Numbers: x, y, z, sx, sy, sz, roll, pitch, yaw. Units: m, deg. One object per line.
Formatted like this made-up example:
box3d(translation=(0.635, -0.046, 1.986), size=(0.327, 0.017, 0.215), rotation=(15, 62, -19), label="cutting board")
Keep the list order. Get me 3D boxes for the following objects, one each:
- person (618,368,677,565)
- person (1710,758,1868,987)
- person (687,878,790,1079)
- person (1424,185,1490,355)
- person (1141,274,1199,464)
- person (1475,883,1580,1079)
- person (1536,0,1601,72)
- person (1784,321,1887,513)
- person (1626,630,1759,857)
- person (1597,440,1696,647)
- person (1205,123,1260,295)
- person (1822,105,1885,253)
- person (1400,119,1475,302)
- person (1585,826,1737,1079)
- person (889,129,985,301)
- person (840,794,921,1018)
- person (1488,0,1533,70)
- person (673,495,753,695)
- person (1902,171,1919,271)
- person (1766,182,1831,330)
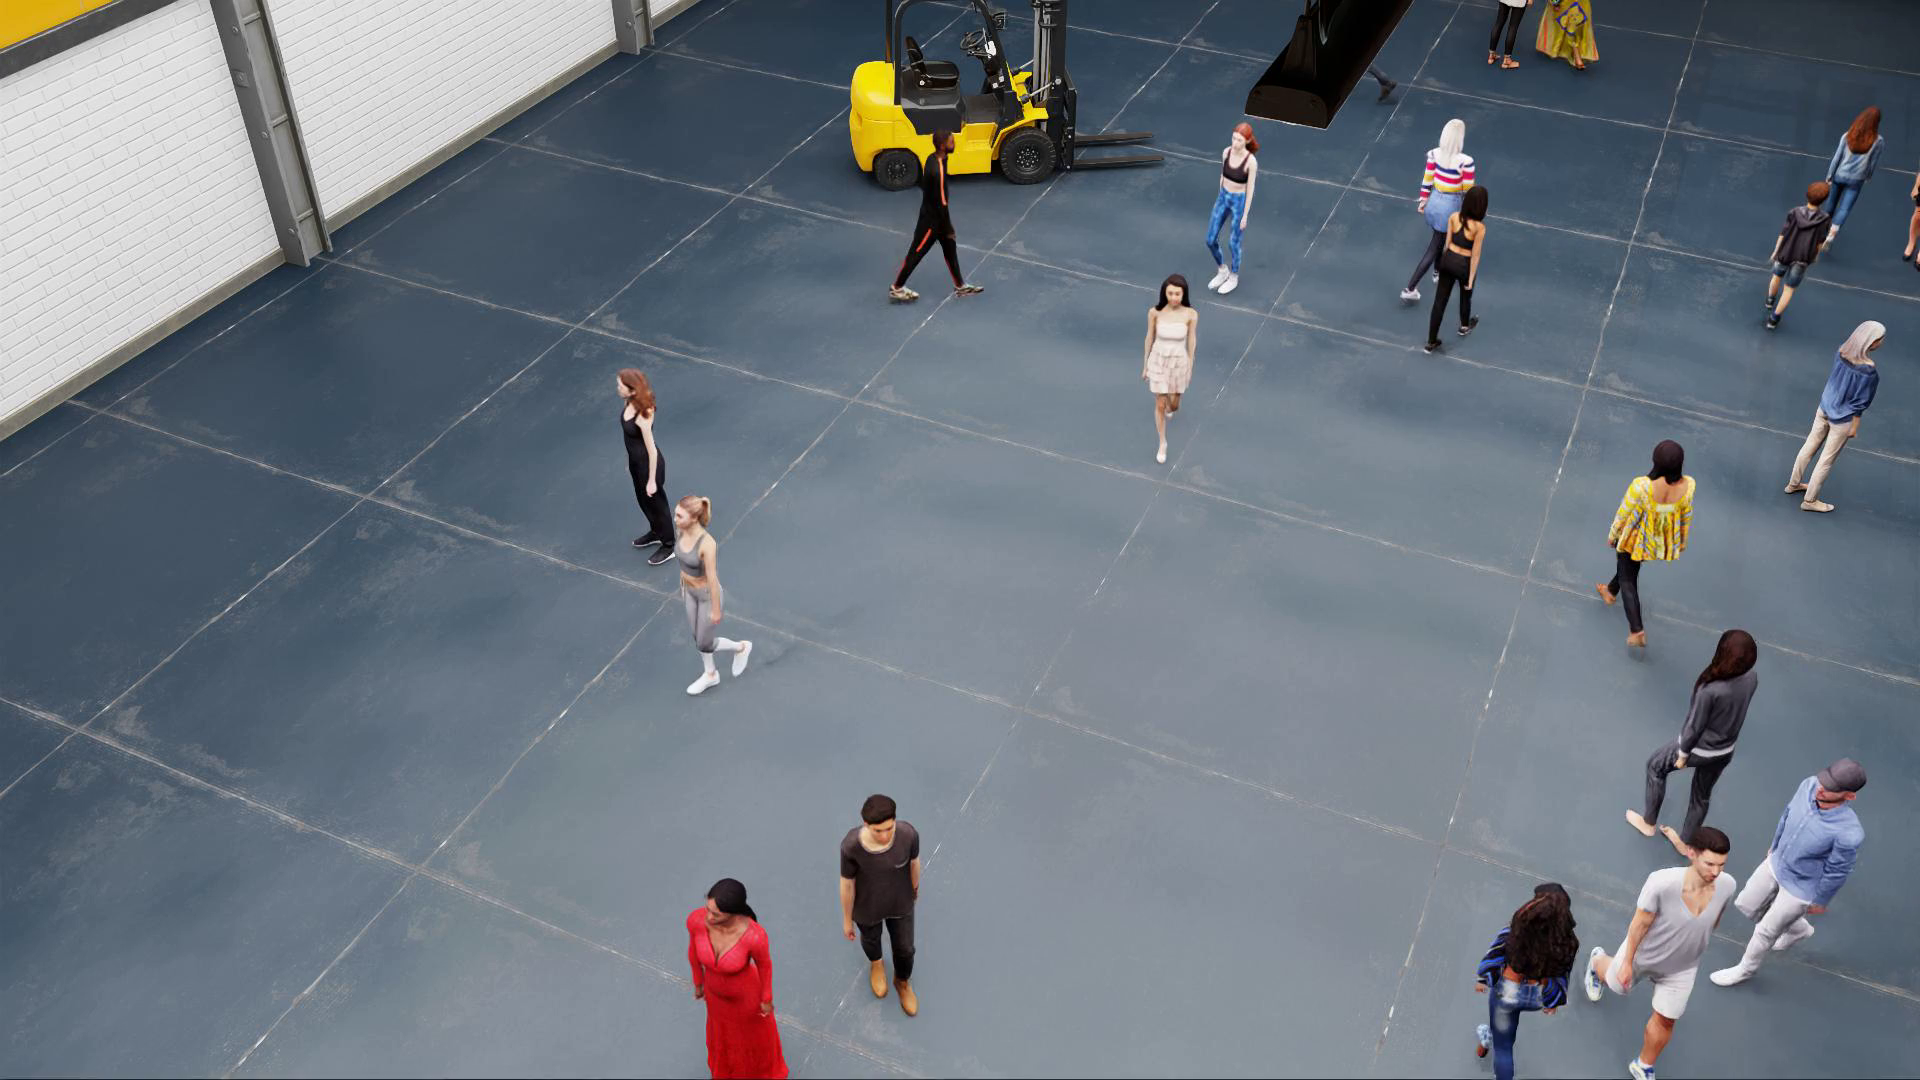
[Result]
box3d(translation=(-2.388, -0.591, 12.745), size=(0.693, 1.742, 0.668), rotation=(-20, 43, -23), label="person")
box3d(translation=(4.859, 1.893, 9.529), size=(0.973, 1.872, 0.948), rotation=(-5, 39, -6), label="person")
box3d(translation=(-1.199, 2.414, 8.955), size=(0.666, 1.785, 0.642), rotation=(10, 40, 13), label="person")
box3d(translation=(4.479, -2.432, 15.152), size=(0.710, 1.615, 1.004), rotation=(27, 46, 30), label="person")
box3d(translation=(1.745, -1.467, 13.857), size=(0.691, 1.722, 0.875), rotation=(7, 39, 8), label="person")
box3d(translation=(3.027, 2.513, 8.975), size=(0.845, 1.597, 1.089), rotation=(2, 39, 3), label="person")
box3d(translation=(7.457, -6.655, 20.451), size=(1.183, 1.610, 1.342), rotation=(-6, 39, -8), label="person")
box3d(translation=(7.016, -1.006, 13.303), size=(0.769, 1.704, 0.678), rotation=(-6, 39, -7), label="person")
box3d(translation=(4.690, 1.326, 10.332), size=(0.764, 1.758, 0.822), rotation=(-11, 40, -14), label="person")
box3d(translation=(4.969, 0.045, 12.044), size=(1.046, 1.623, 1.175), rotation=(-6, 39, -8), label="person")
box3d(translation=(2.680, -3.196, 15.991), size=(0.745, 1.771, 0.691), rotation=(-31, 48, -33), label="person")
box3d(translation=(8.970, -3.622, 16.774), size=(0.614, 1.450, 1.003), rotation=(20, 43, 23), label="person")
box3d(translation=(4.559, -3.107, 15.873), size=(1.242, 1.770, 1.007), rotation=(-26, 45, -29), label="person")
box3d(translation=(3.836, 2.196, 9.185), size=(0.999, 1.829, 1.283), rotation=(1, 39, 1), label="person")
box3d(translation=(-0.339, -3.027, 15.780), size=(1.000, 1.761, 1.179), rotation=(-1, 39, -1), label="person")
box3d(translation=(-0.468, 1.985, 9.554), size=(0.783, 1.699, 0.839), rotation=(-5, 39, -6), label="person")
box3d(translation=(6.770, -6.682, 20.303), size=(0.670, 1.827, 0.687), rotation=(-28, 46, -30), label="person")
box3d(translation=(-1.722, 0.361, 11.592), size=(0.850, 1.694, 0.730), rotation=(-29, 47, -32), label="person")
box3d(translation=(9.685, -3.526, 16.485), size=(0.581, 1.660, 0.643), rotation=(21, 43, 24), label="person")
box3d(translation=(7.807, -2.642, 15.571), size=(0.616, 1.421, 0.876), rotation=(21, 43, 24), label="person")
